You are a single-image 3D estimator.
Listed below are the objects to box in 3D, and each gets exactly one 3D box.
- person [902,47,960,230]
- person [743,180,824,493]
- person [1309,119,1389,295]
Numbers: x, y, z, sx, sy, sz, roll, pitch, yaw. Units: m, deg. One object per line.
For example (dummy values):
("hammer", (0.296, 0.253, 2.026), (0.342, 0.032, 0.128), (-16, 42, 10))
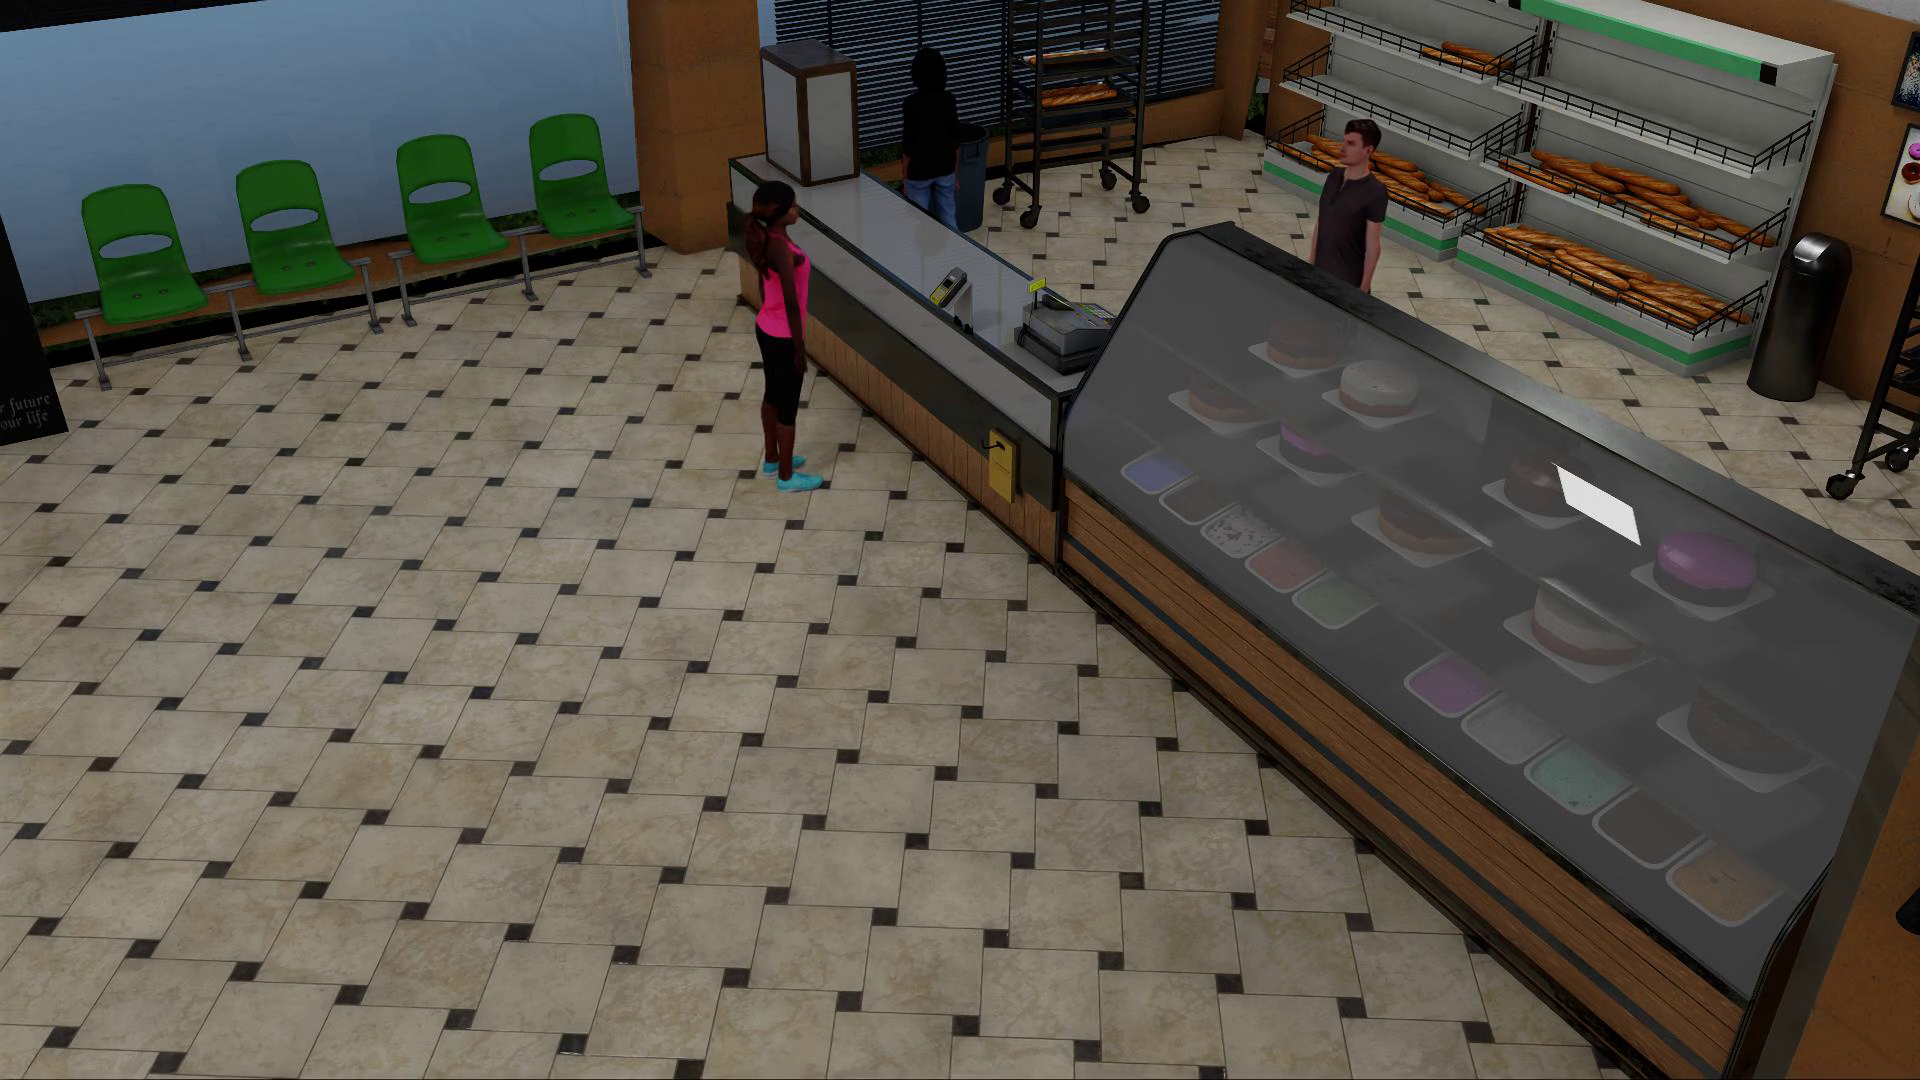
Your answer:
("person", (-0.198, -2.401, 10.995), (0.529, 1.701, 0.668), (-11, 34, -17))
("person", (-0.959, -1.085, 8.858), (0.570, 1.722, 0.585), (-13, 34, -20))
("person", (2.143, -1.456, 9.331), (0.525, 1.853, 0.641), (-17, 36, -25))
